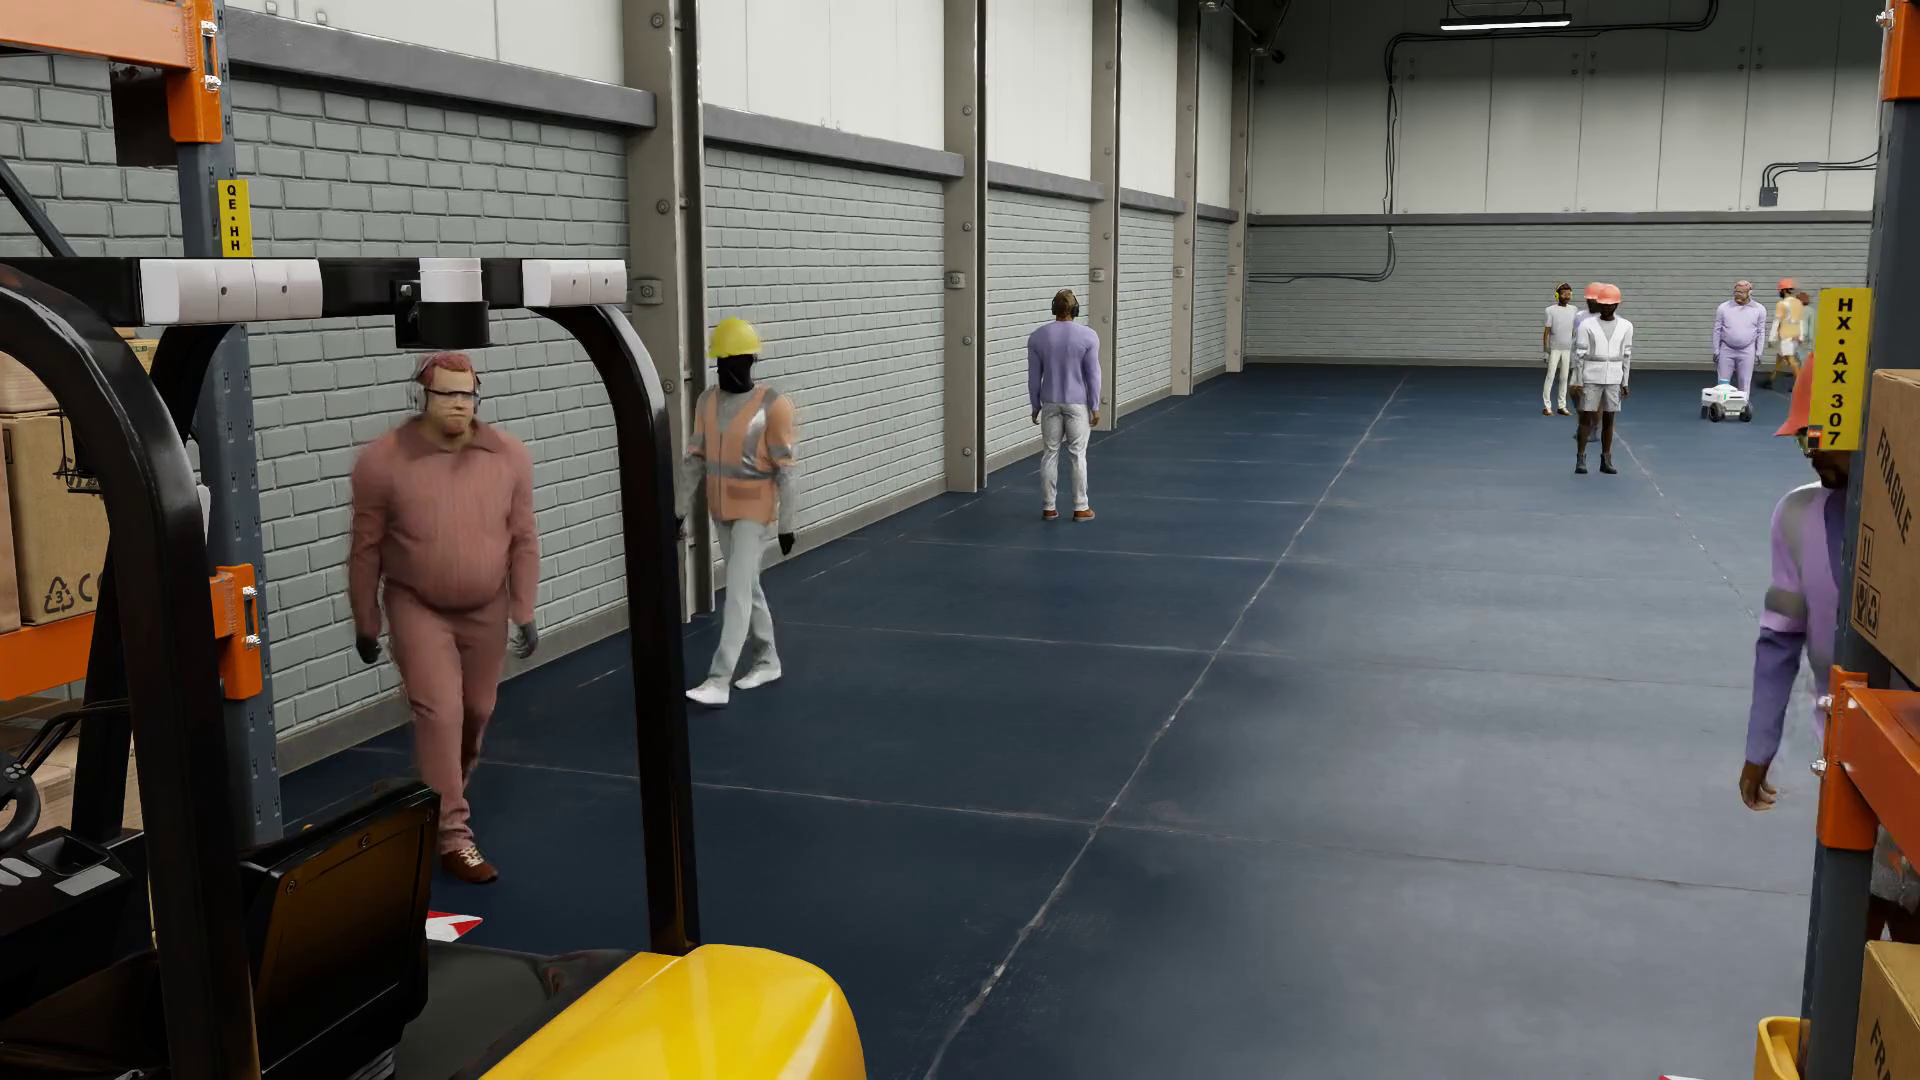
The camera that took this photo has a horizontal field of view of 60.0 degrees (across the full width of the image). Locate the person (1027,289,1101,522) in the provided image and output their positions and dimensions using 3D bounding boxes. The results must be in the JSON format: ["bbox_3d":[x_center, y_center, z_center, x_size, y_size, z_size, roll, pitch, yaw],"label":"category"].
[{"bbox_3d":[0.874,-1.117,13.893,0.627,1.940,0.371,3,10,19],"label":"person"}]

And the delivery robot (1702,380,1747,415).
[{"bbox_3d":[10.394,-1.937,22.613,0.477,0.478,0.707,0,10,0],"label":"delivery robot"}]

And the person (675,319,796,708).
[{"bbox_3d":[-1.146,-0.137,8.212,0.599,1.898,0.759,8,12,38],"label":"person"}]

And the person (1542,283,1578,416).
[{"bbox_3d":[8.431,-2.667,23.367,0.509,1.863,0.312,-2,10,-12],"label":"person"}]

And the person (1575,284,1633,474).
[{"bbox_3d":[6.573,-1.634,16.988,0.547,1.934,0.376,1,10,6],"label":"person"}]

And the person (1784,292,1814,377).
[{"bbox_3d":[15.563,-3.782,30.754,0.500,1.604,0.778,-2,10,-14],"label":"person"}]

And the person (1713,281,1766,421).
[{"bbox_3d":[10.571,-2.561,22.609,0.637,1.904,0.403,4,10,24],"label":"person"}]

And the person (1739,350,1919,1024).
[{"bbox_3d":[2.200,0.520,4.009,1.091,1.973,0.638,-3,10,-18],"label":"person"}]

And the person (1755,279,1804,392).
[{"bbox_3d":[13.768,-3.403,27.715,0.553,1.878,1.029,-5,11,-29],"label":"person"}]

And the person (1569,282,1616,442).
[{"bbox_3d":[7.568,-2.119,19.917,0.447,1.916,0.559,-9,13,-43],"label":"person"}]

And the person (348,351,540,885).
[{"bbox_3d":[-1.884,0.237,6.060,0.645,1.871,0.877,-7,12,-34],"label":"person"}]
